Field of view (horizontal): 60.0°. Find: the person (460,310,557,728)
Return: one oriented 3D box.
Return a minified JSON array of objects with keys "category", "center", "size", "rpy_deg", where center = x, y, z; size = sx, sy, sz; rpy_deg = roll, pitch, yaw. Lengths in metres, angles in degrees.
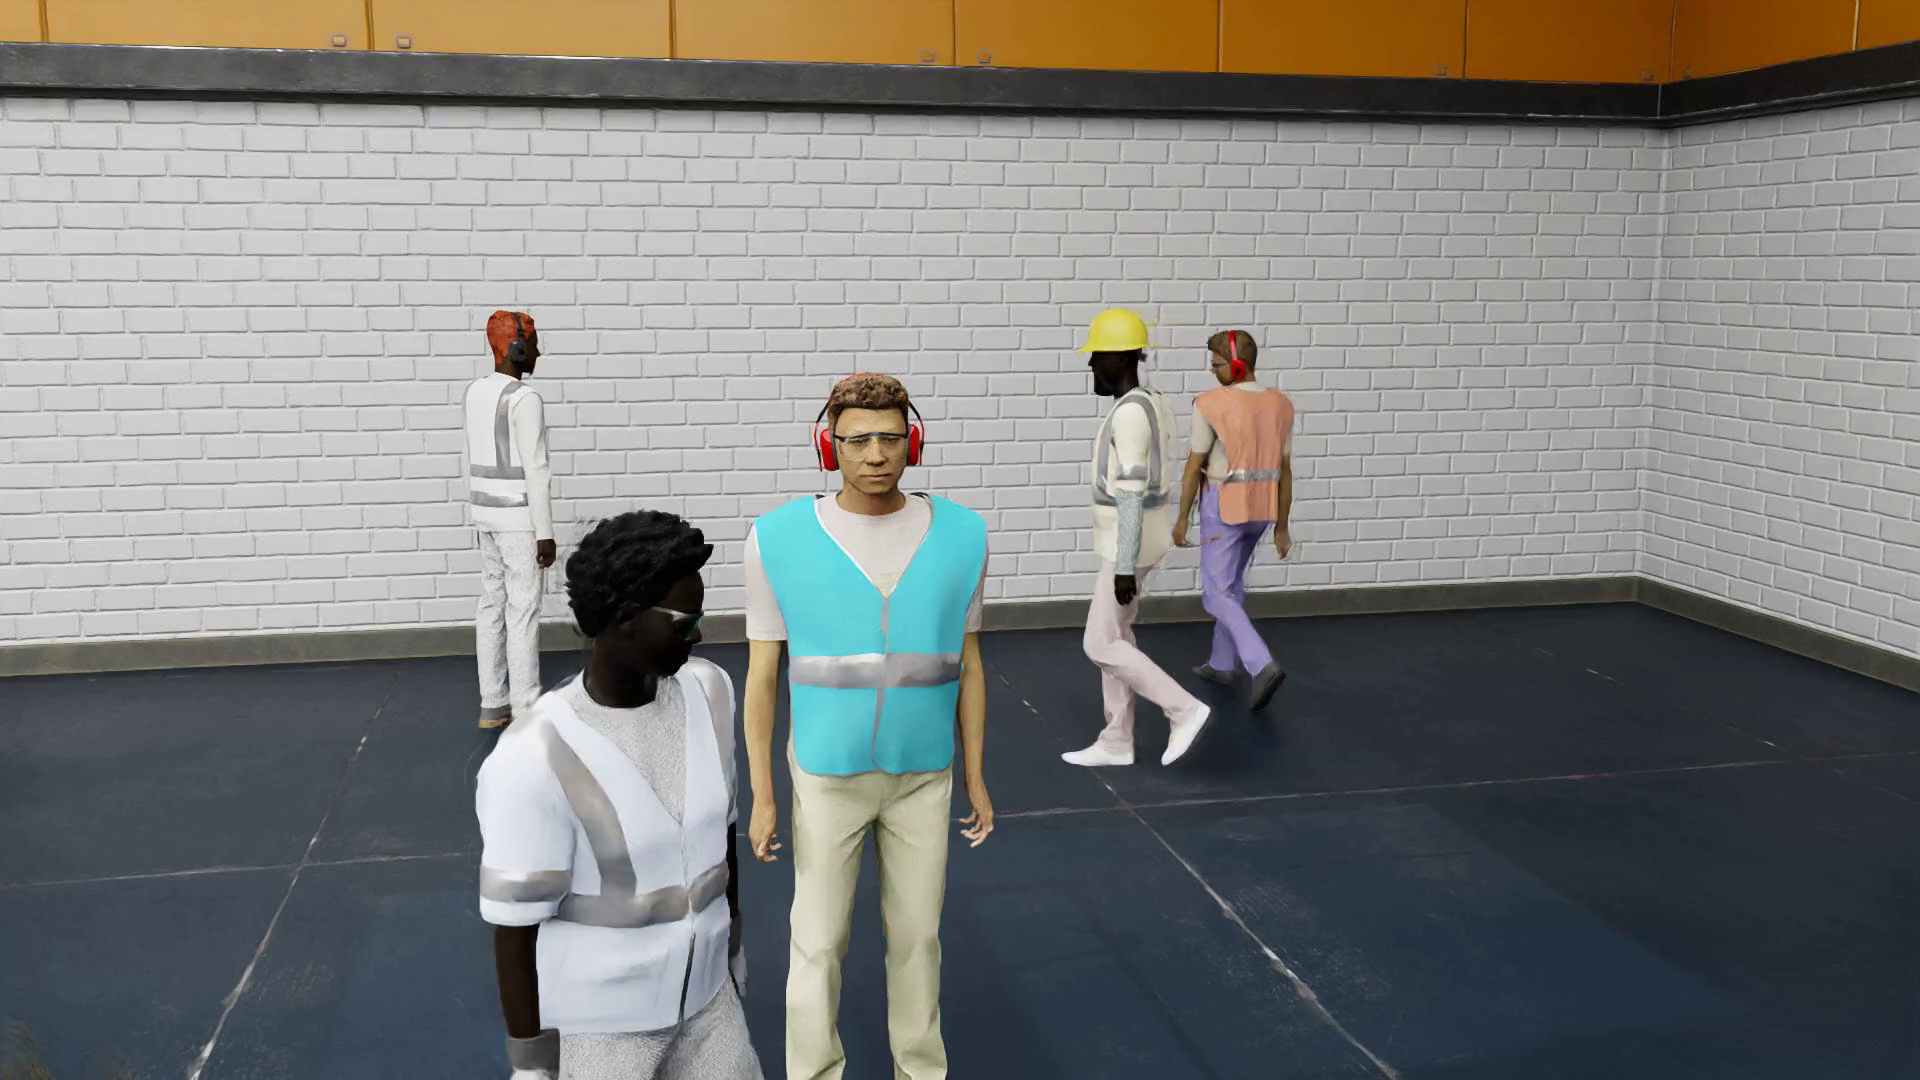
[{"category":"person","center":[-1.985,-0.068,7.383],"size":[0.585,1.876,0.337],"rpy_deg":[9,13,44]}]

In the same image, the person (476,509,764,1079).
[{"category":"person","center":[-0.583,0.774,2.822],"size":[0.421,1.684,0.576],"rpy_deg":[7,12,37]}]

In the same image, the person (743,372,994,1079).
[{"category":"person","center":[-0.207,0.538,3.790],"size":[0.570,1.845,0.380],"rpy_deg":[-3,10,-18]}]

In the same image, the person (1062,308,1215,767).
[{"category":"person","center":[0.720,0.020,6.754],"size":[0.527,1.910,0.599],"rpy_deg":[2,9,9]}]

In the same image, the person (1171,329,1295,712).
[{"category":"person","center":[1.339,-0.110,7.917],"size":[0.558,1.796,0.874],"rpy_deg":[-6,11,-31]}]
